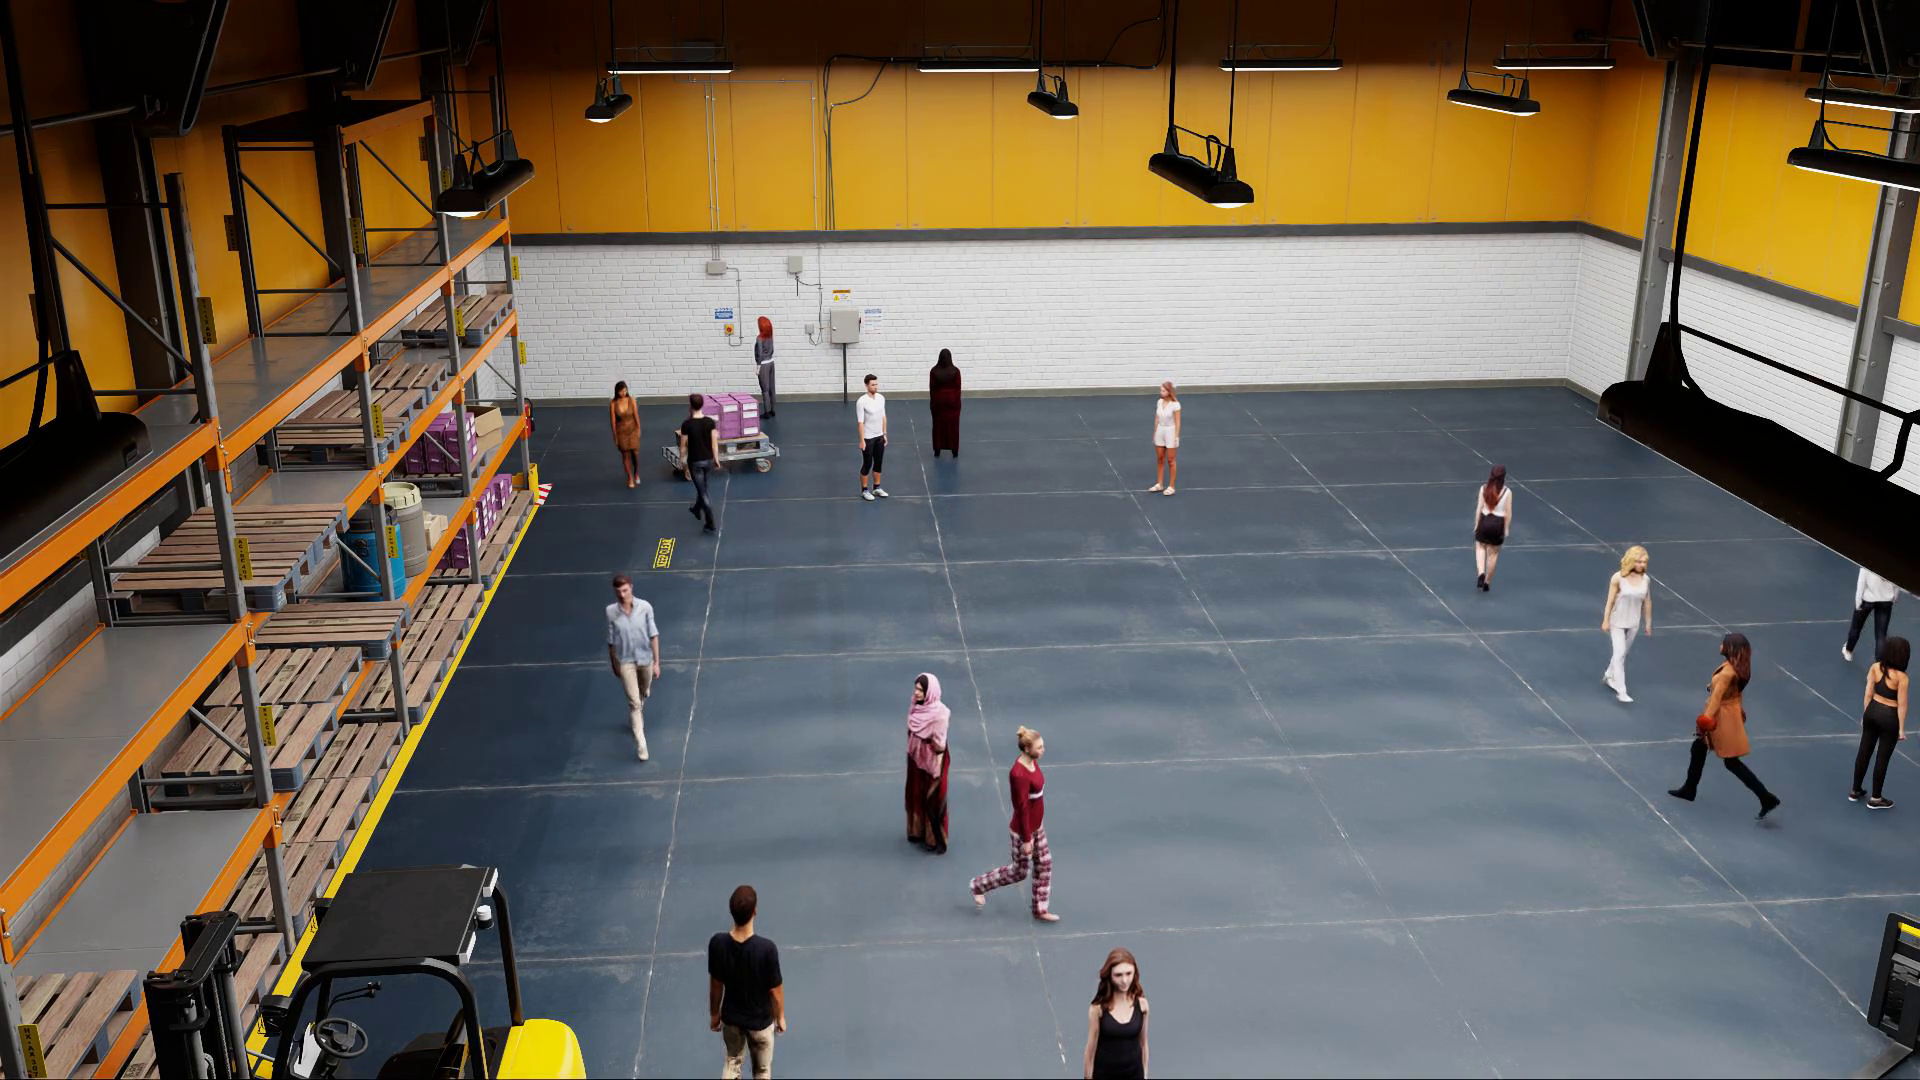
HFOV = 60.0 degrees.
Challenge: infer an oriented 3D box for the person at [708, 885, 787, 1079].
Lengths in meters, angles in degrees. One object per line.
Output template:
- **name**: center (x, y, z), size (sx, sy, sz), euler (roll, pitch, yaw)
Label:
- **person**: center (-1.369, 3.093, 10.568), size (0.746, 1.842, 0.819), euler (4, 19, 11)

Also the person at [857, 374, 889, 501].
- **person**: center (-1.283, -1.518, 24.248), size (0.782, 1.848, 0.741), euler (18, 25, 42)

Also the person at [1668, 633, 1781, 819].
- **person**: center (6.964, 1.698, 14.958), size (1.198, 1.685, 1.195), euler (12, 22, 32)

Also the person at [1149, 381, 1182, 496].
- **person**: center (3.058, -1.520, 24.495), size (0.736, 1.696, 0.668), euler (-18, 25, -42)

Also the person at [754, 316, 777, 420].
- **person**: center (-3.354, -2.984, 28.706), size (0.714, 1.782, 0.609), euler (10, 21, 27)

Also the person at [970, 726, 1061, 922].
- **person**: center (0.445, 2.272, 13.260), size (0.909, 1.680, 1.000), euler (5, 19, 15)

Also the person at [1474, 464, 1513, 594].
- **person**: center (6.505, -0.110, 20.398), size (0.711, 1.638, 0.781), euler (7, 20, 20)

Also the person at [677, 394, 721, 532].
- **person**: center (-3.530, -1.027, 22.786), size (1.062, 1.853, 1.307), euler (-11, 22, -30)

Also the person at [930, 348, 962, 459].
- **person**: center (-0.226, -2.168, 26.322), size (0.673, 1.757, 0.612), euler (0, 19, 0)

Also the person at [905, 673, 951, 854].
- **person**: center (-0.276, 1.899, 14.443), size (0.834, 1.632, 0.733), euler (-14, 23, -36)

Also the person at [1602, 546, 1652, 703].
- **person**: center (7.008, 0.834, 17.579), size (0.664, 1.649, 0.924), euler (-3, 19, -8)

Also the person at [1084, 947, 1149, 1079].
- **person**: center (0.946, 3.270, 10.191), size (0.626, 1.747, 0.582), euler (-6, 19, -16)

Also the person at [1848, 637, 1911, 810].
- **person**: center (8.406, 1.648, 15.170), size (0.690, 1.643, 0.554), euler (-10, 21, -26)

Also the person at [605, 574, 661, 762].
- **person**: center (-3.205, 1.170, 16.328), size (0.880, 1.810, 1.275), euler (-7, 20, -21)

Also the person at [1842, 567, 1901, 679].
- **person**: center (9.891, 0.723, 17.903), size (0.889, 1.652, 1.215), euler (5, 19, 13)

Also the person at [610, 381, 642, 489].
- **person**: center (-4.970, -1.577, 24.718), size (0.638, 1.662, 0.631), euler (-7, 20, -20)
